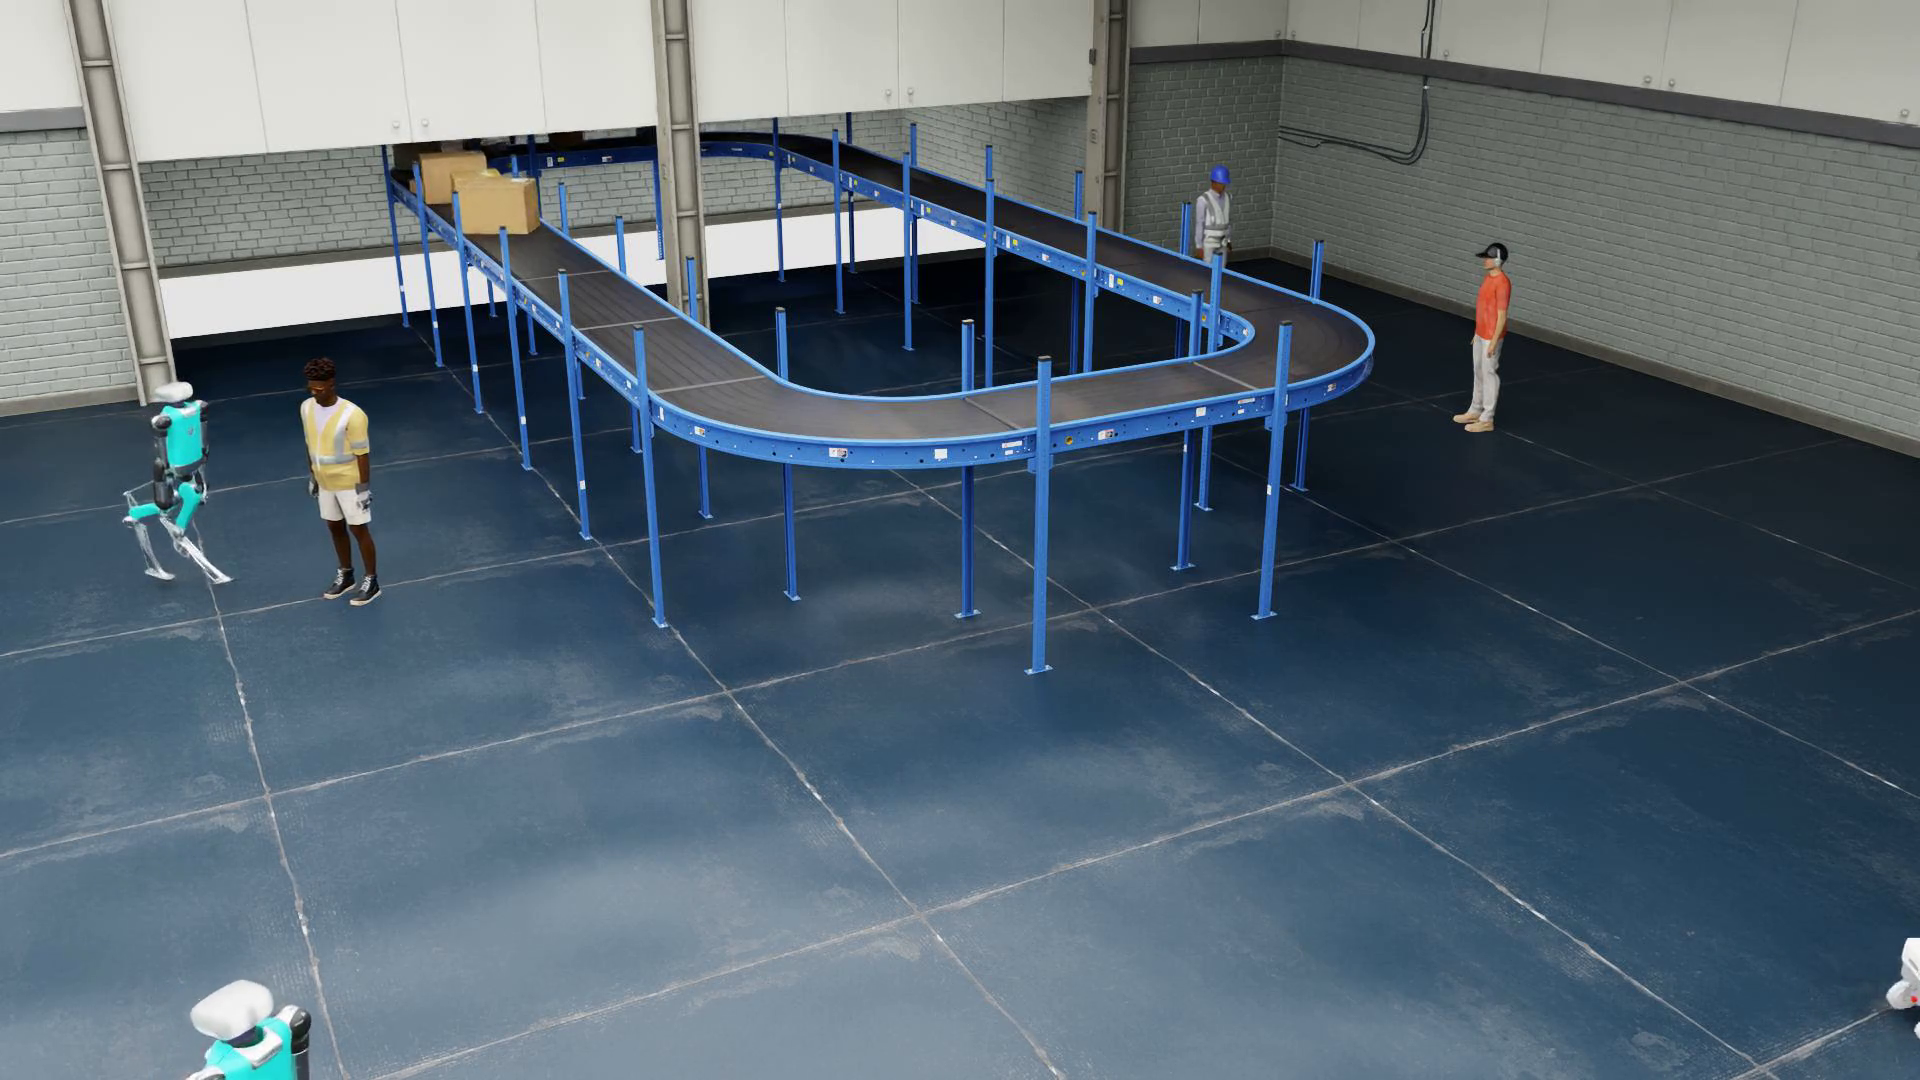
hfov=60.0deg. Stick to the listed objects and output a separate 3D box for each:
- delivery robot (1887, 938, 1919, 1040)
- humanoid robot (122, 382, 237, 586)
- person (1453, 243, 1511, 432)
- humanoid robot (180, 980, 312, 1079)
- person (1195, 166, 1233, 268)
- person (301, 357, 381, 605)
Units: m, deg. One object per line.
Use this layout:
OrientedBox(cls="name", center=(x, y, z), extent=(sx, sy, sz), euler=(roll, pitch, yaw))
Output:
OrientedBox(cls="delivery robot", center=(5.024, 2.155, 8.141), extent=(0.757, 0.575, 0.499), euler=(0, 22, 0))
OrientedBox(cls="humanoid robot", center=(-6.202, -0.402, 12.937), extent=(1.015, 1.733, 0.530), euler=(7, 23, 17))
OrientedBox(cls="person", center=(5.280, -2.040, 16.732), extent=(0.393, 1.912, 0.479), euler=(-2, 22, -5))
OrientedBox(cls="humanoid robot", center=(-2.749, 2.375, 6.136), extent=(0.818, 1.820, 0.566), euler=(10, 24, 23))
OrientedBox(cls="person", center=(3.191, -3.730, 20.879), extent=(0.617, 1.936, 0.414), euler=(-18, 28, -37))
OrientedBox(cls="person", center=(-4.760, -0.459, 12.762), extent=(0.602, 1.958, 0.377), euler=(10, 24, 23))
